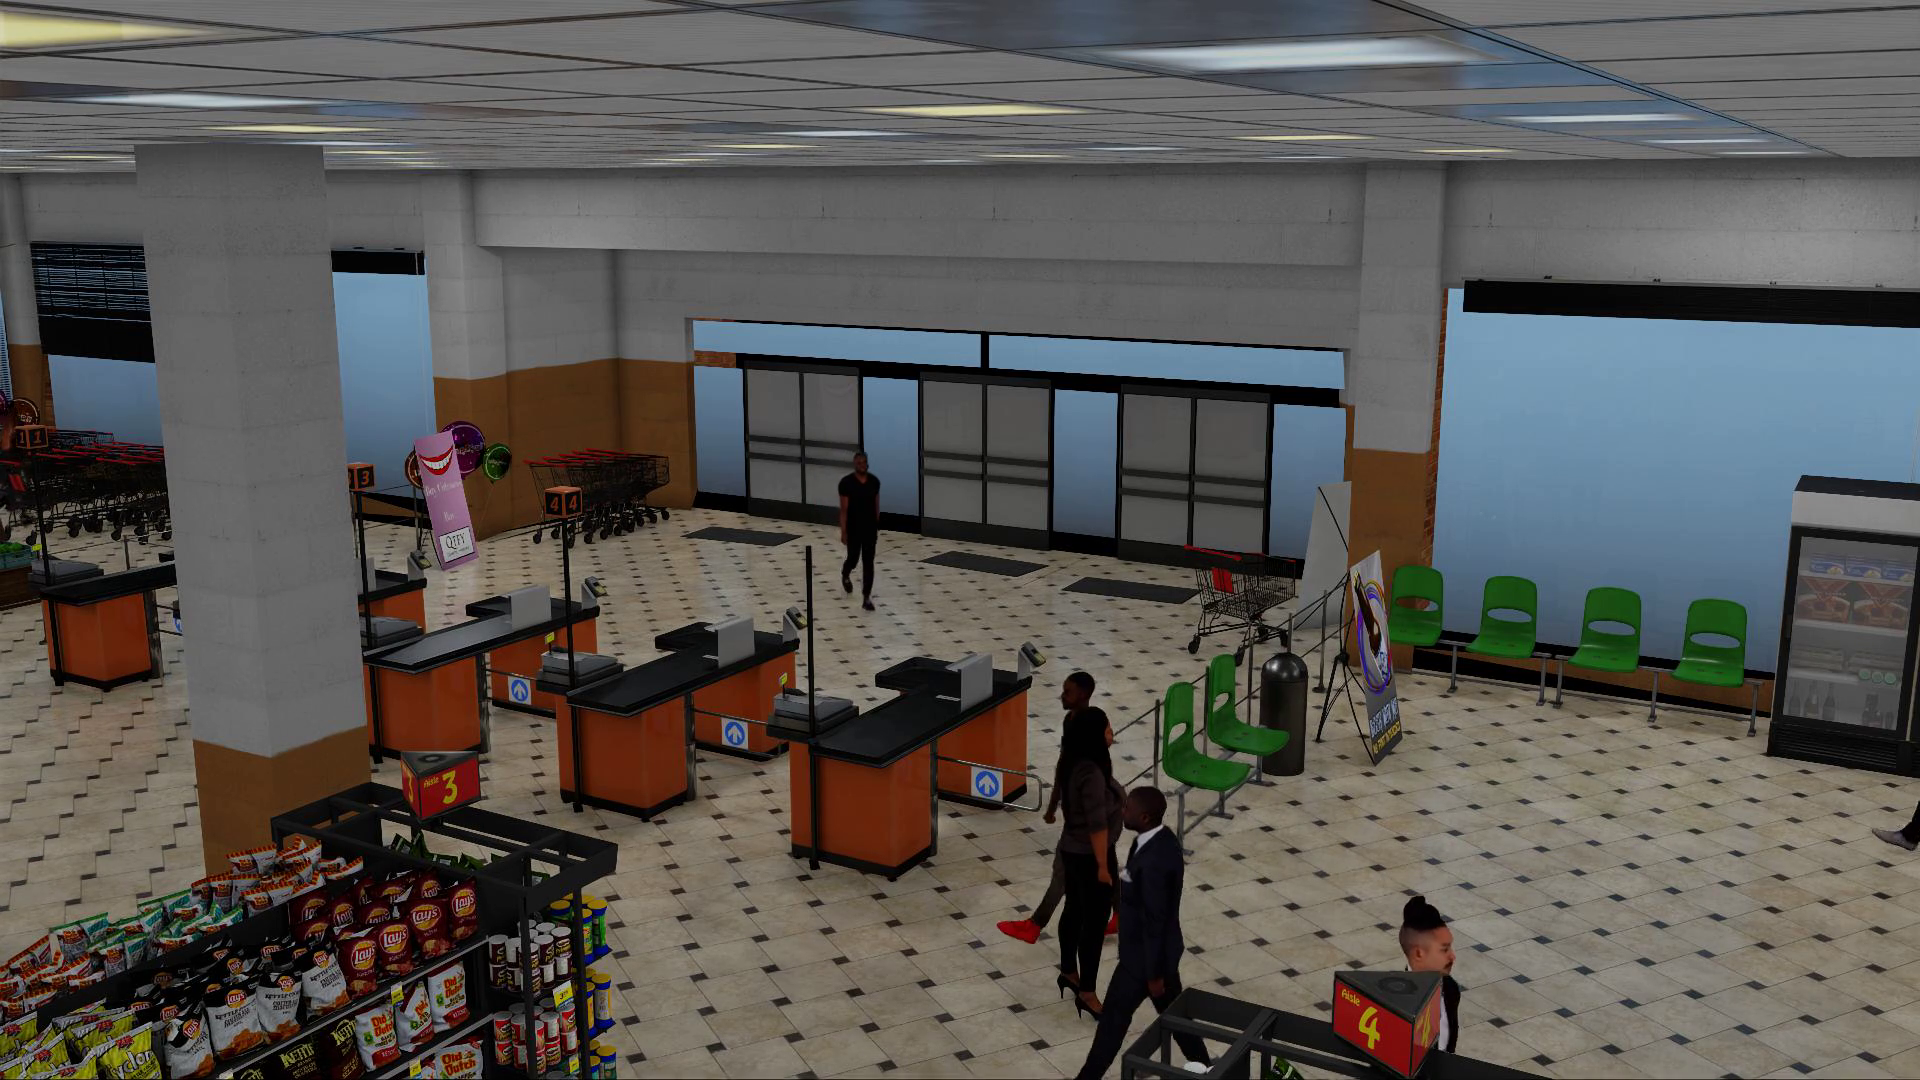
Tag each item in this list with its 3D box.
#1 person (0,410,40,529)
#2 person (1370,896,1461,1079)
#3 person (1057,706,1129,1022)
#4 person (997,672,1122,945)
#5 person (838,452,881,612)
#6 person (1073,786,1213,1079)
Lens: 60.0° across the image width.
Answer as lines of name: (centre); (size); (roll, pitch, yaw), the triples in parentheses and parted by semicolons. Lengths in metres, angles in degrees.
person: (-13.365, -0.953, 23.376); (0.664, 1.690, 1.004); (5, 13, 24)
person: (1.763, 2.390, 6.968); (1.316, 1.909, 1.155); (-8, 14, -32)
person: (0.730, 1.858, 9.656); (0.805, 1.841, 0.747); (-3, 12, -15)
person: (0.865, 1.714, 10.527); (1.223, 1.764, 1.171); (-3, 12, -14)
person: (-1.169, -0.113, 19.137); (1.153, 1.792, 1.139); (-5, 13, -23)
person: (1.045, 2.142, 8.460); (0.985, 1.779, 1.228); (3, 12, 15)
